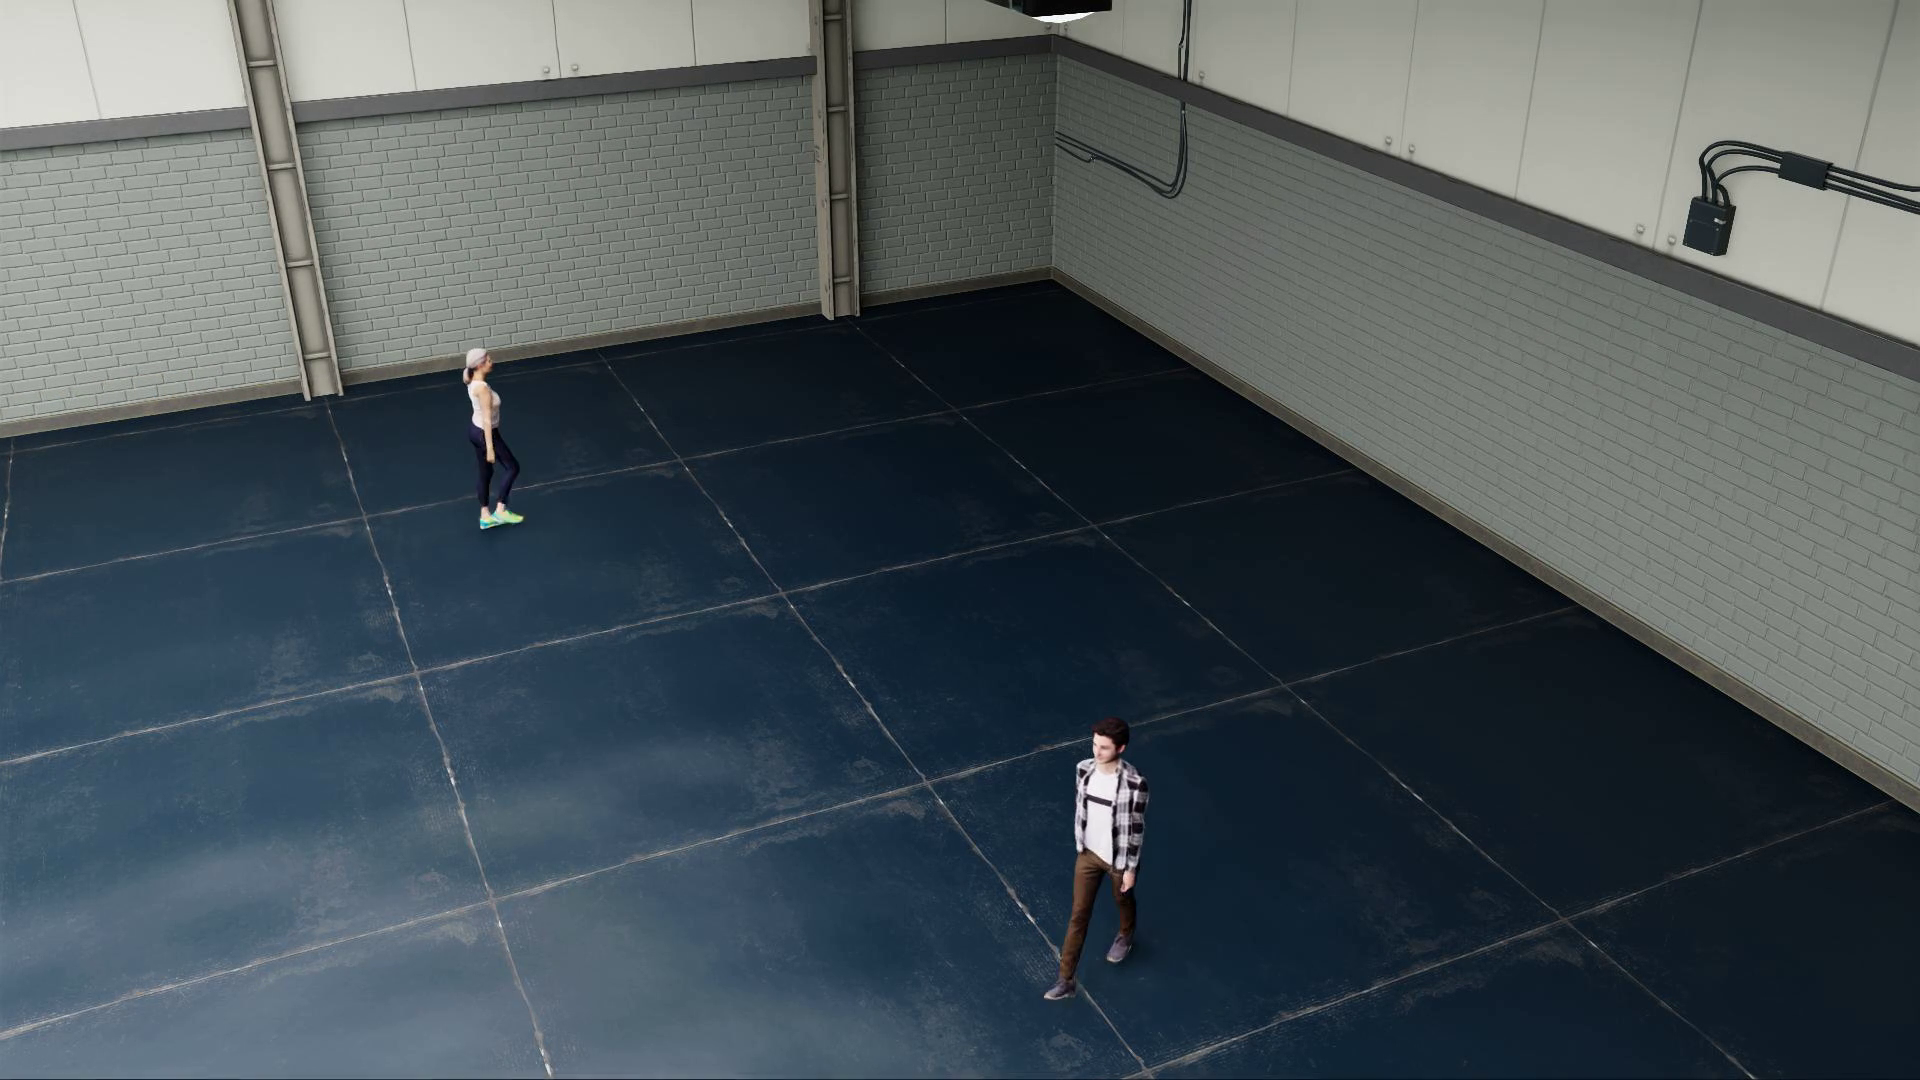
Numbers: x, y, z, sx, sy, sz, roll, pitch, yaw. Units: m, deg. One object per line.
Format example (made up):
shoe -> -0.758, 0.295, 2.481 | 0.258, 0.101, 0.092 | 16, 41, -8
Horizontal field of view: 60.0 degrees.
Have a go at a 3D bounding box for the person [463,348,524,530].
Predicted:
person -> -4.284, -0.868, 14.737 | 0.631, 1.691, 0.649 | -14, 30, -25

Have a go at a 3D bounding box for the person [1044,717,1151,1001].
person -> 0.903, 1.763, 9.555 | 1.037, 1.759, 1.204 | 15, 31, 27
